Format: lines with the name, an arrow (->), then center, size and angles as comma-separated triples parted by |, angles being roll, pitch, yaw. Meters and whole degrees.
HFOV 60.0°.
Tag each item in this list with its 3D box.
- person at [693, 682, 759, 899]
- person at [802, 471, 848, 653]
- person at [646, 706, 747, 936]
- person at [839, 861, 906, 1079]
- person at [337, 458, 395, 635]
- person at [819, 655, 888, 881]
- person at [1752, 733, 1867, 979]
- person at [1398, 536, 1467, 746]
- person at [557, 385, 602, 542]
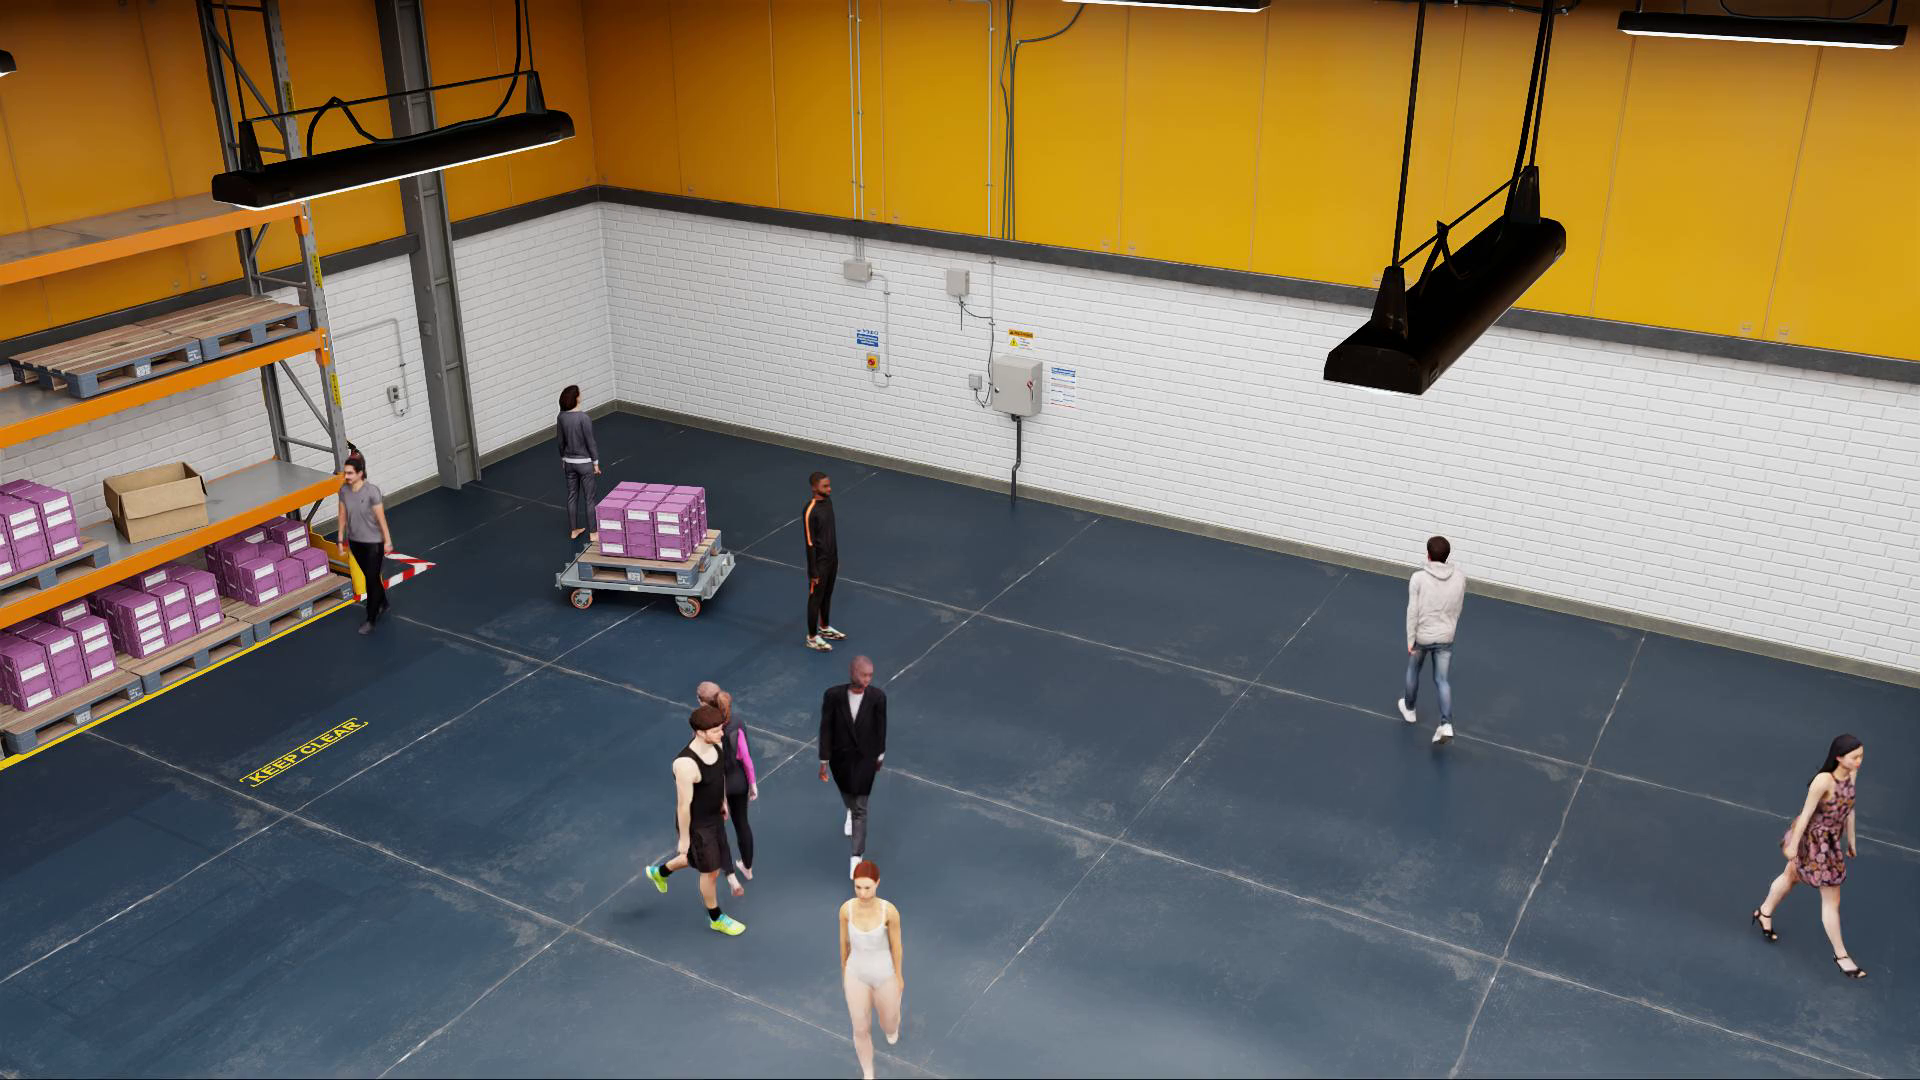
person -> -1.713, 1.860, 12.141 | 0.932, 1.718, 0.955 | -7, 25, -17
person -> -1.338, 0.178, 15.880 | 0.703, 1.806, 0.513 | 10, 25, 21
person -> -1.899, 1.954, 11.743 | 0.917, 1.865, 1.043 | 5, 24, 12
person -> -0.531, 2.679, 10.375 | 0.746, 1.631, 0.915 | 3, 24, 7
person -> -5.804, -0.013, 16.415 | 0.767, 1.728, 1.022 | 7, 25, 16
person -> -0.811, 1.619, 12.691 | 0.952, 1.719, 1.225 | 3, 24, 7
person -> 5.881, 2.096, 11.581 | 1.112, 1.734, 0.984 | -15, 28, -30
person -> 4.079, 0.881, 14.249 | 1.074, 1.823, 1.273 | -1, 24, -2
person -> -4.191, -0.857, 18.293 | 0.647, 1.768, 0.560 | 9, 25, 19
